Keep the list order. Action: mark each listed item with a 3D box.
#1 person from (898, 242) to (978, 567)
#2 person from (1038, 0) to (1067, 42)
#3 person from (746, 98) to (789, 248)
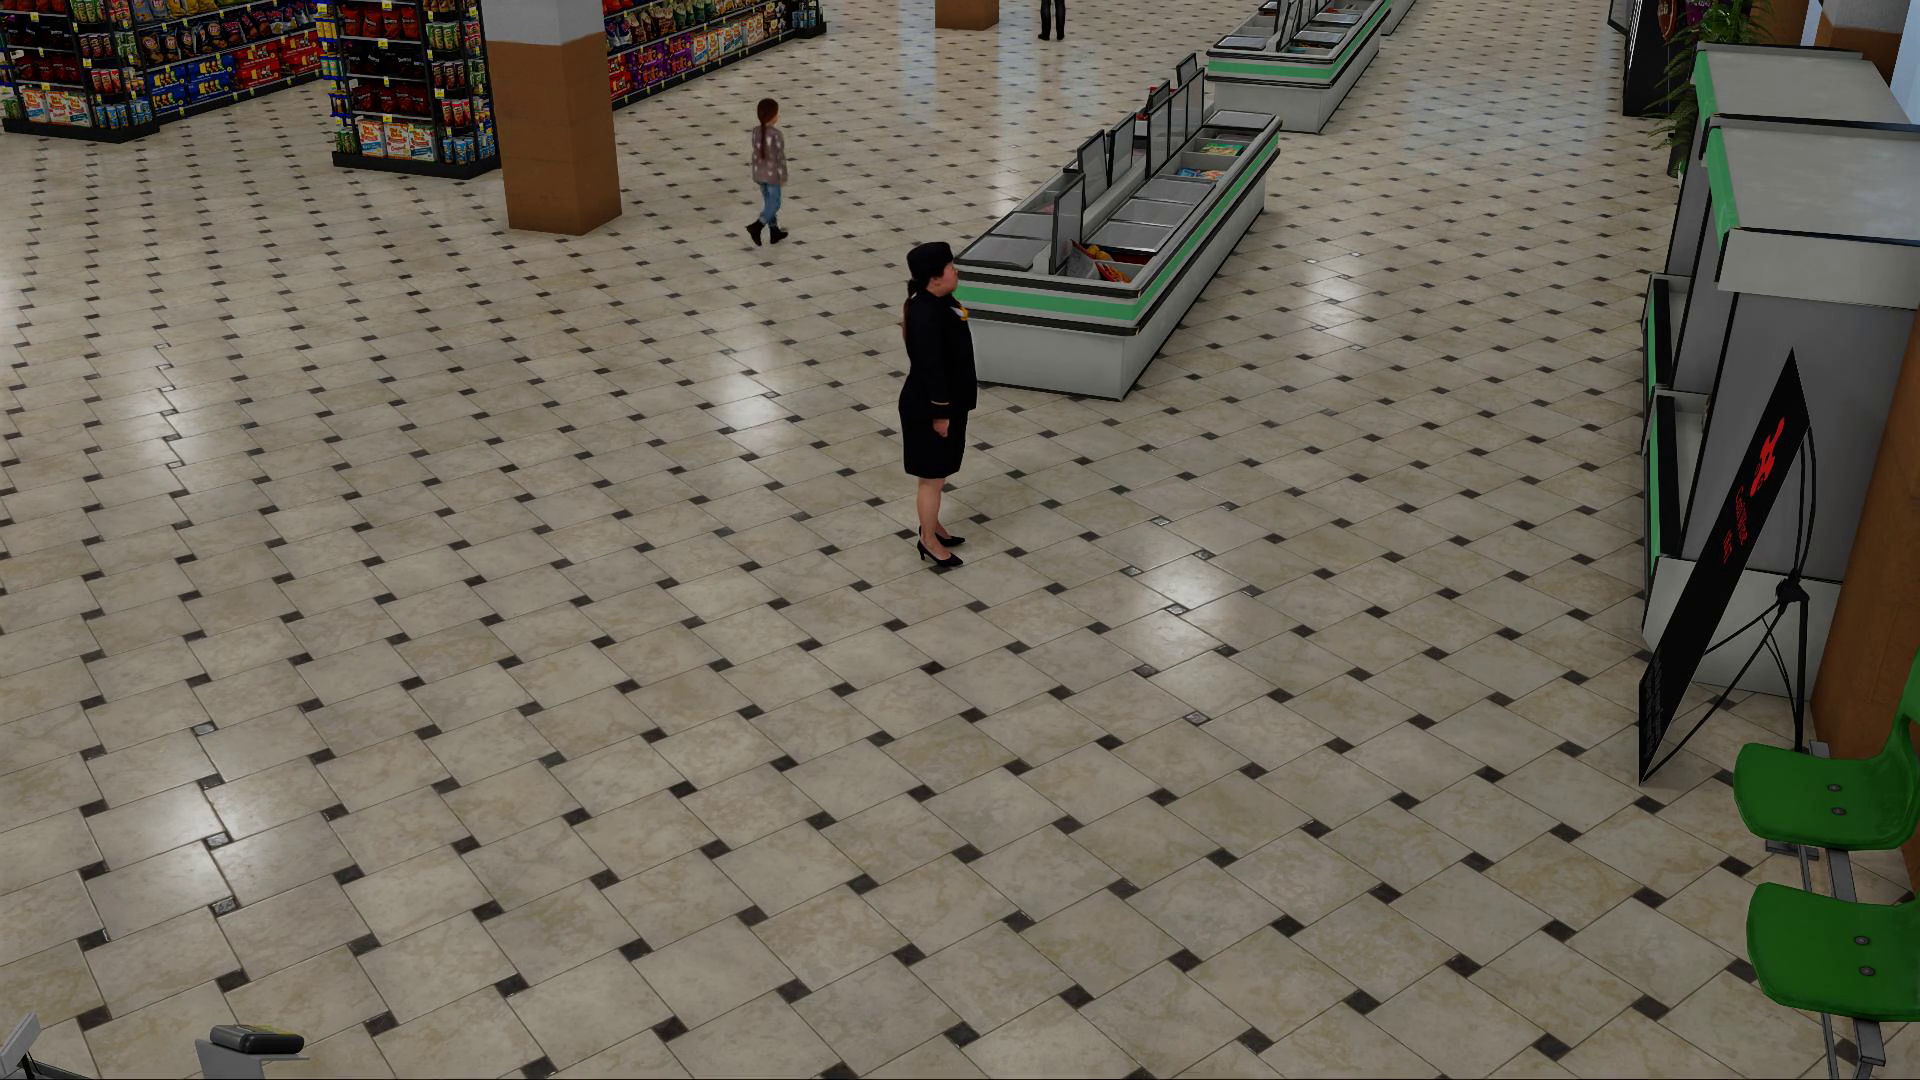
[{"bbox_3d":[-0.125,-0.678,8.390,0.822,1.675,0.668,2,27,3],"label":"person"},{"bbox_3d":[1.199,-7.416,21.532,0.746,1.807,0.730,-4,27,-7],"label":"person"},{"bbox_3d":[-1.571,-2.938,13.392,0.589,1.183,0.793,17,31,30],"label":"person"}]
